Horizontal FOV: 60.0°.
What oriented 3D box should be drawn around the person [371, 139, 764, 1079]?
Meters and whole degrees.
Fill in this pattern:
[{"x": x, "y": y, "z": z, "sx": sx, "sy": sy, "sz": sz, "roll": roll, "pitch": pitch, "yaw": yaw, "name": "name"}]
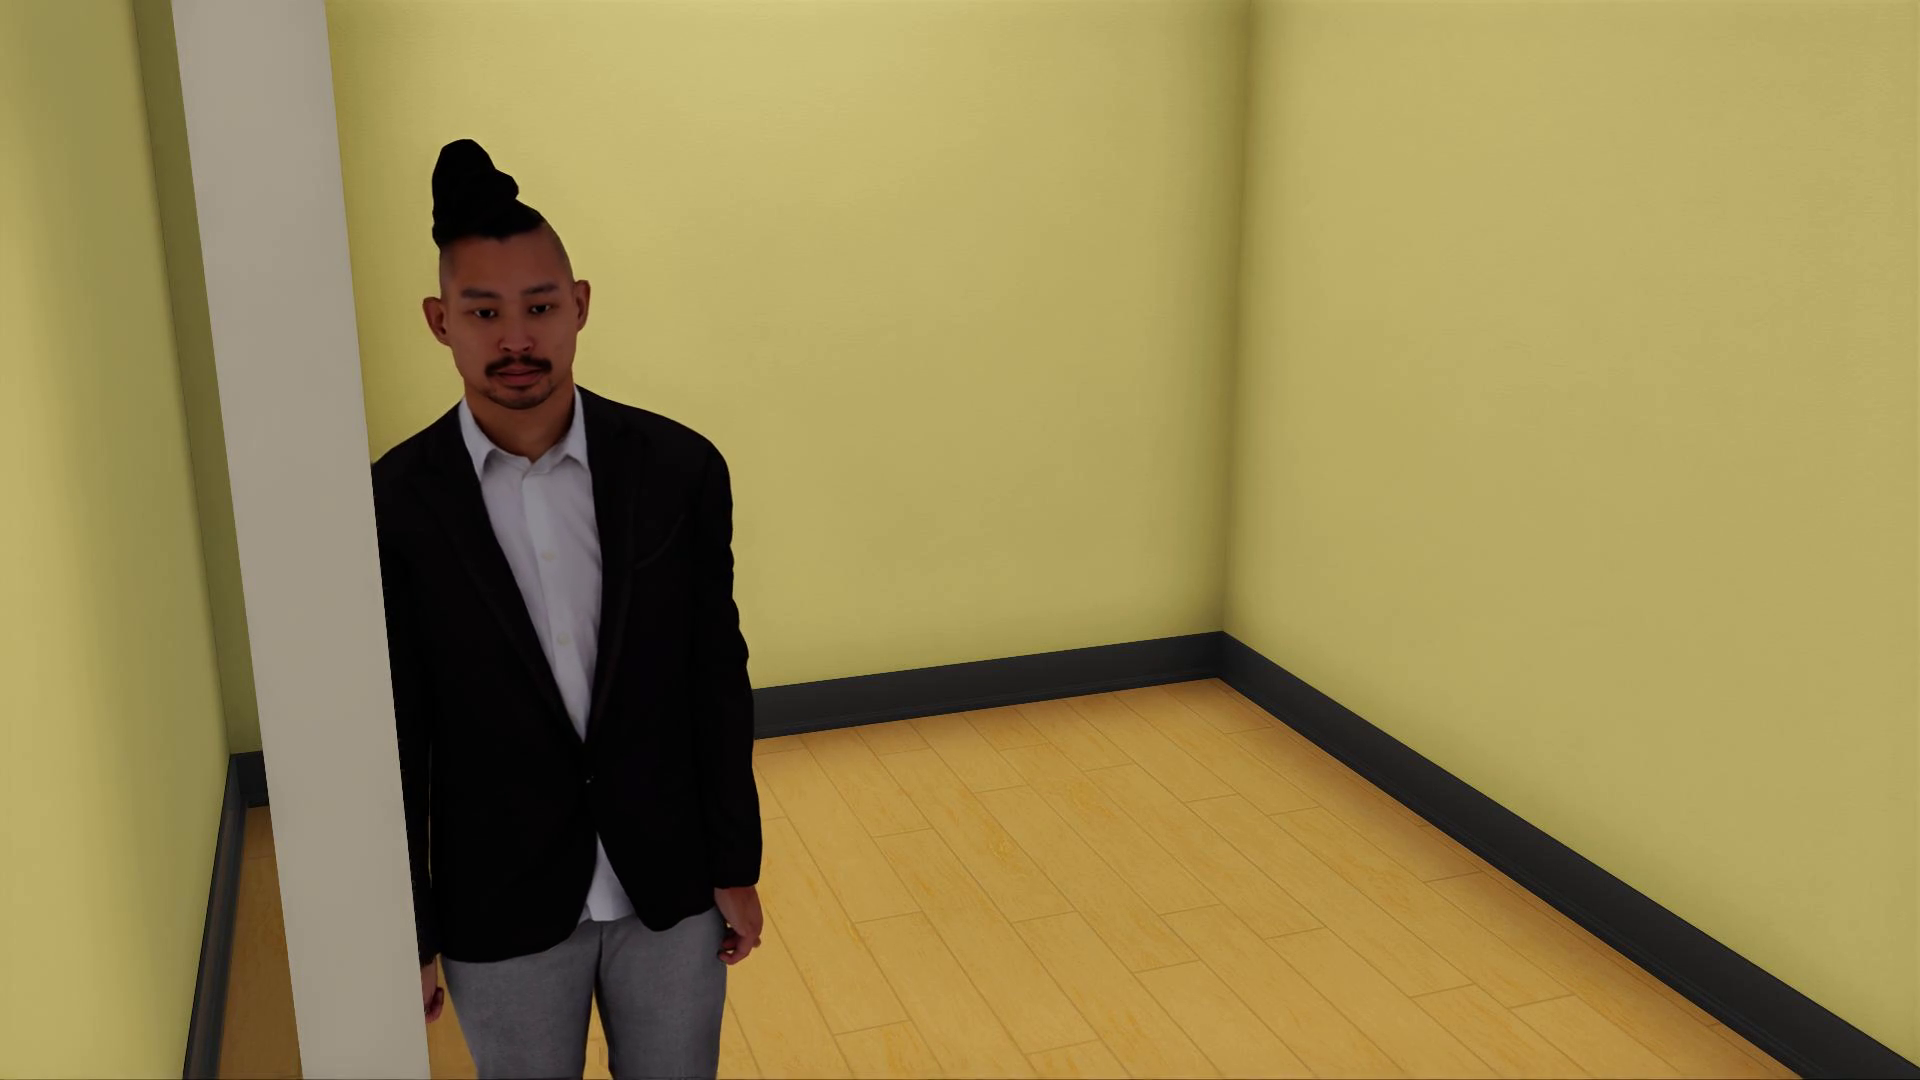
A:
[{"x": -0.551, "y": 0.431, "z": 2.351, "sx": 0.544, "sy": 1.952, "sz": 0.769, "roll": -6, "pitch": 17, "yaw": -21, "name": "person"}]
